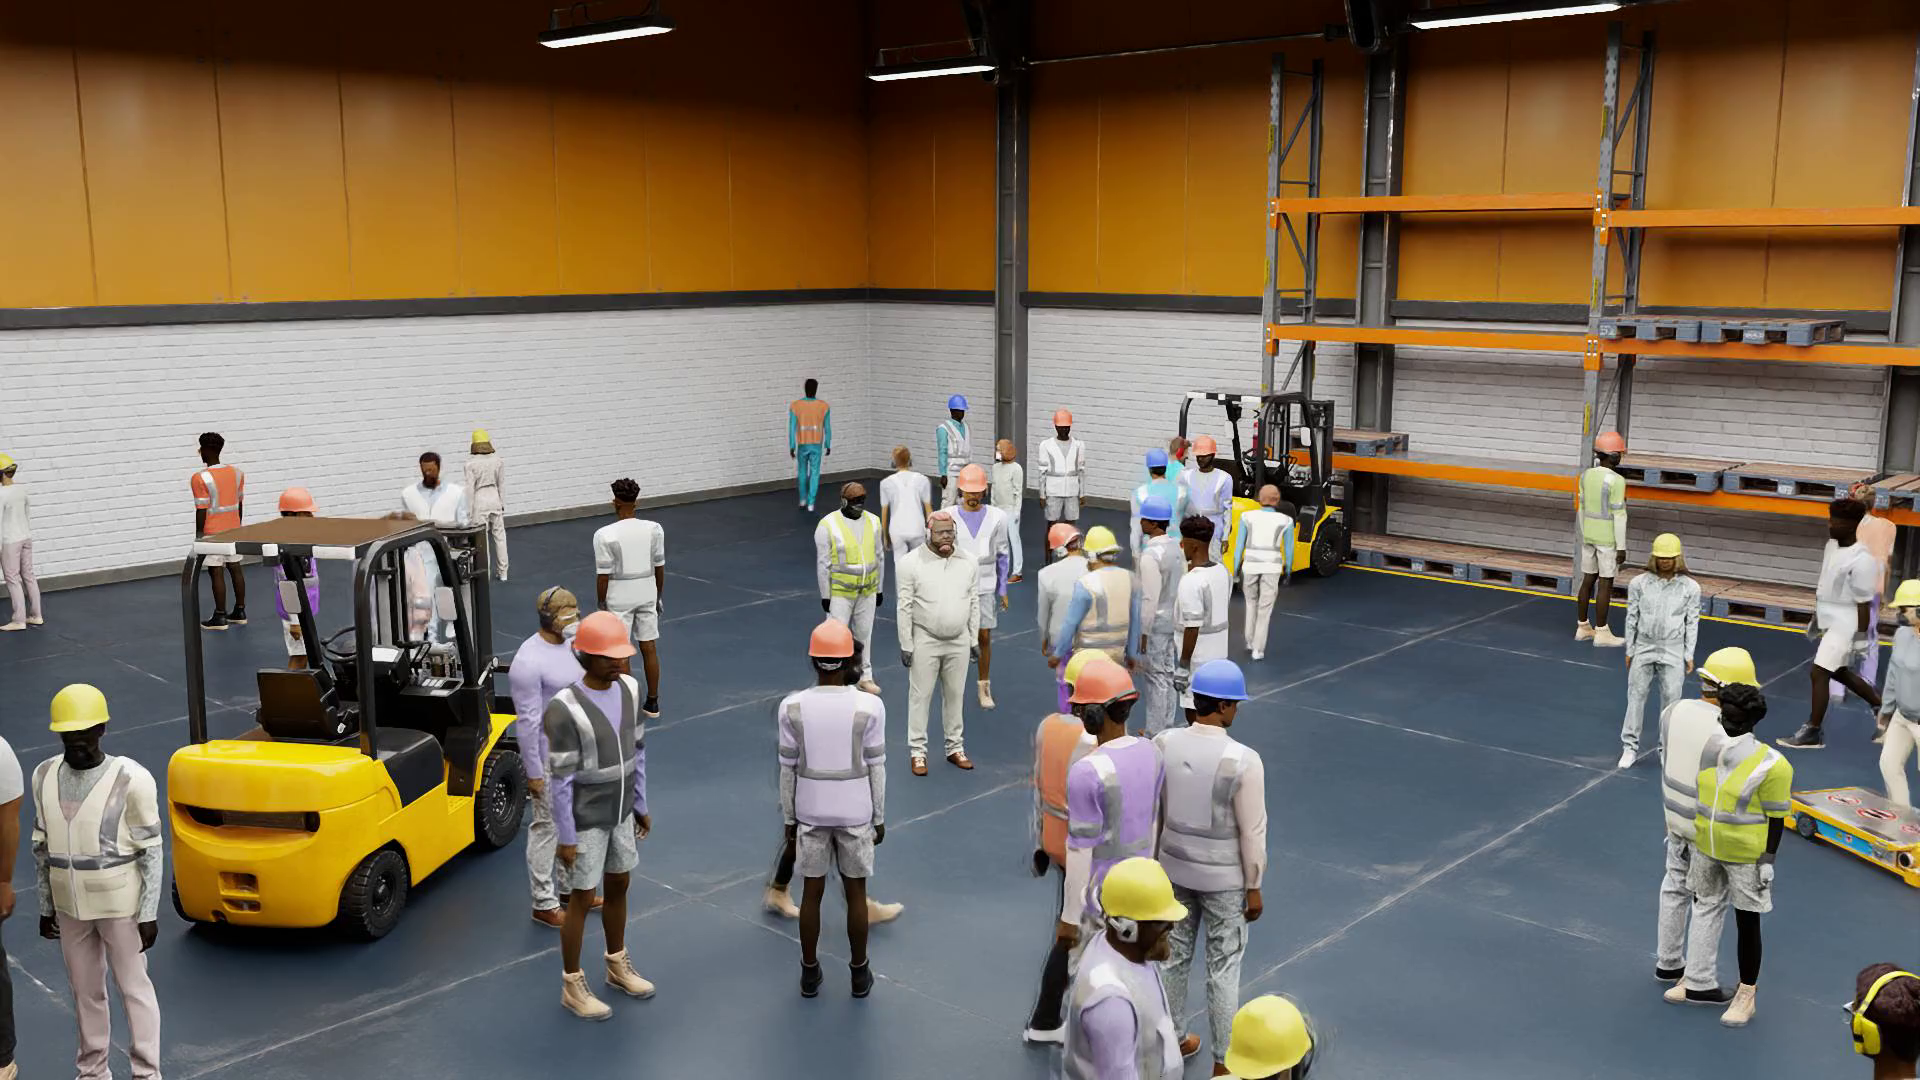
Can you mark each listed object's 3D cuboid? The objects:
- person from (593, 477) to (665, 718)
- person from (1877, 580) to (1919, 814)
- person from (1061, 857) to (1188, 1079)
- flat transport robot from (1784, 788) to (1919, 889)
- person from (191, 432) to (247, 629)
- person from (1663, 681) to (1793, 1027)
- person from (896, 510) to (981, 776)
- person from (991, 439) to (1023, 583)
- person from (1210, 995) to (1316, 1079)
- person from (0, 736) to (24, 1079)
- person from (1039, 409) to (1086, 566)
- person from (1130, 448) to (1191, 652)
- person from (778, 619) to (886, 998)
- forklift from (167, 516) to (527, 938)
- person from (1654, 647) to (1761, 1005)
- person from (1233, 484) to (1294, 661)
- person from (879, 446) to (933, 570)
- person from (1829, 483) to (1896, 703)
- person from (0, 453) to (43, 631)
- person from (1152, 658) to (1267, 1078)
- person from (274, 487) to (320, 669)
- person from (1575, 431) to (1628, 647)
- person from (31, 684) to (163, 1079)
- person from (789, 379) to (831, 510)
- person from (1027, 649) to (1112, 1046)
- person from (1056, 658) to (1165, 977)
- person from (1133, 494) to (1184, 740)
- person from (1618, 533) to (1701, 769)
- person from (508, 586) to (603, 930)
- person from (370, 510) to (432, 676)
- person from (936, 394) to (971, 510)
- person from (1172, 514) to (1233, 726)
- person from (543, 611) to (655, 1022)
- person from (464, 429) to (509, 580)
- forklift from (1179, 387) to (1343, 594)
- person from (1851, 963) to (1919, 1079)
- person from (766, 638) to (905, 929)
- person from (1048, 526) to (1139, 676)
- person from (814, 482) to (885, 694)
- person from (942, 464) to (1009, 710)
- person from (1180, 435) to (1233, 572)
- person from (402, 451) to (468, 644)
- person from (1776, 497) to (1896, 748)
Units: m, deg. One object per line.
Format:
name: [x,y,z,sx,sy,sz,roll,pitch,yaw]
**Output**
person: [-2.629,0.478,13.234,0.607,1.966,0.367,-8,13,-38]
person: [5.905,1.108,10.271,0.429,1.745,0.540,0,10,0]
person: [0.569,1.920,5.557,0.874,1.784,0.607,2,10,13]
flat transport robot: [5.783,1.828,10.374,0.652,0.197,1.431,-2,10,-14]
person: [-7.360,-0.097,16.506,0.367,1.966,0.607,4,11,20]
person: [3.755,1.512,8.116,0.321,1.696,0.530,-6,12,-31]
person: [-0.136,0.731,11.964,0.640,1.909,0.409,-4,11,-23]
person: [0.522,-0.332,18.815,0.290,1.627,0.504,-8,13,-37]
person: [0.956,2.071,4.818,0.564,1.734,0.649,8,13,37]
person: [-4.503,1.485,7.292,0.673,2.000,0.536,0,10,1]
person: [1.184,-0.548,19.156,0.553,1.935,0.362,-2,10,-11]
person: [1.906,0.086,15.686,0.613,1.902,1.016,0,10,-2]
person: [-0.635,1.353,8.382,0.540,1.929,0.390,1,10,6]
forklift: [-3.583,0.976,9.748,1.214,2.155,2.313,2,10,11]
person: [3.731,1.422,8.294,0.403,1.817,0.605,-3,10,-15]
person: [2.805,0.282,15.320,0.528,1.618,0.610,4,11,20]
person: [-0.523,-0.039,16.681,0.576,1.790,0.839,-1,10,-7]
person: [7.432,0.451,13.769,0.563,1.835,0.383,-1,10,-7]
person: [-9.384,0.019,16.447,0.345,1.756,0.518,0,10,2]
person: [1.120,1.494,7.533,0.605,1.937,0.412,9,14,42]
person: [-5.116,0.544,12.943,0.362,1.935,0.553,-2,10,-12]
person: [6.118,-0.013,15.799,0.366,2.048,0.607,-3,10,-16]
person: [-3.730,1.585,7.199,0.590,1.873,0.354,2,10,10]
person: [-2.171,-1.405,24.187,0.601,1.878,0.881,-1,10,-3]
person: [0.640,1.448,7.925,0.787,1.889,0.607,-4,11,-23]
person: [0.621,1.511,7.195,0.407,2.029,0.612,8,13,37]
person: [1.469,0.625,12.445,0.380,1.950,0.605,4,11,24]
person: [5.041,0.811,11.974,0.487,1.744,0.313,4,11,22]
person: [-2.239,1.199,9.251,0.385,1.929,0.635,3,11,18]
person: [-4.305,0.665,12.613,0.752,1.815,0.630,0,10,3]
person: [-0.050,-0.855,20.872,0.388,1.947,0.614,7,12,36]
person: [1.644,0.796,11.425,0.365,1.962,0.613,7,12,33]
person: [-1.736,1.338,8.159,0.418,2.033,0.607,6,12,32]
person: [-5.366,-0.380,18.770,0.488,1.738,0.322,-10,14,-44]
forklift: [3.298,-0.608,18.767,1.214,2.155,2.313,9,13,42]
person: [2.486,2.061,4.534,0.513,1.862,0.322,-1,10,-7]
person: [-0.740,1.338,9.218,0.822,1.651,0.538,2,10,13]
person: [0.936,0.785,11.980,0.886,1.788,0.597,10,14,44]
person: [-0.905,0.421,13.955,0.623,1.835,0.431,-7,12,-33]
person: [0.098,0.392,13.515,0.615,2.038,0.396,-1,10,-7]
person: [2.409,-0.073,16.456,0.551,1.937,0.357,4,11,24]
person: [-4.953,0.075,15.783,0.602,1.883,0.966,-2,10,-10]
person: [6.697,0.626,12.492,0.867,1.938,0.609,2,10,9]
